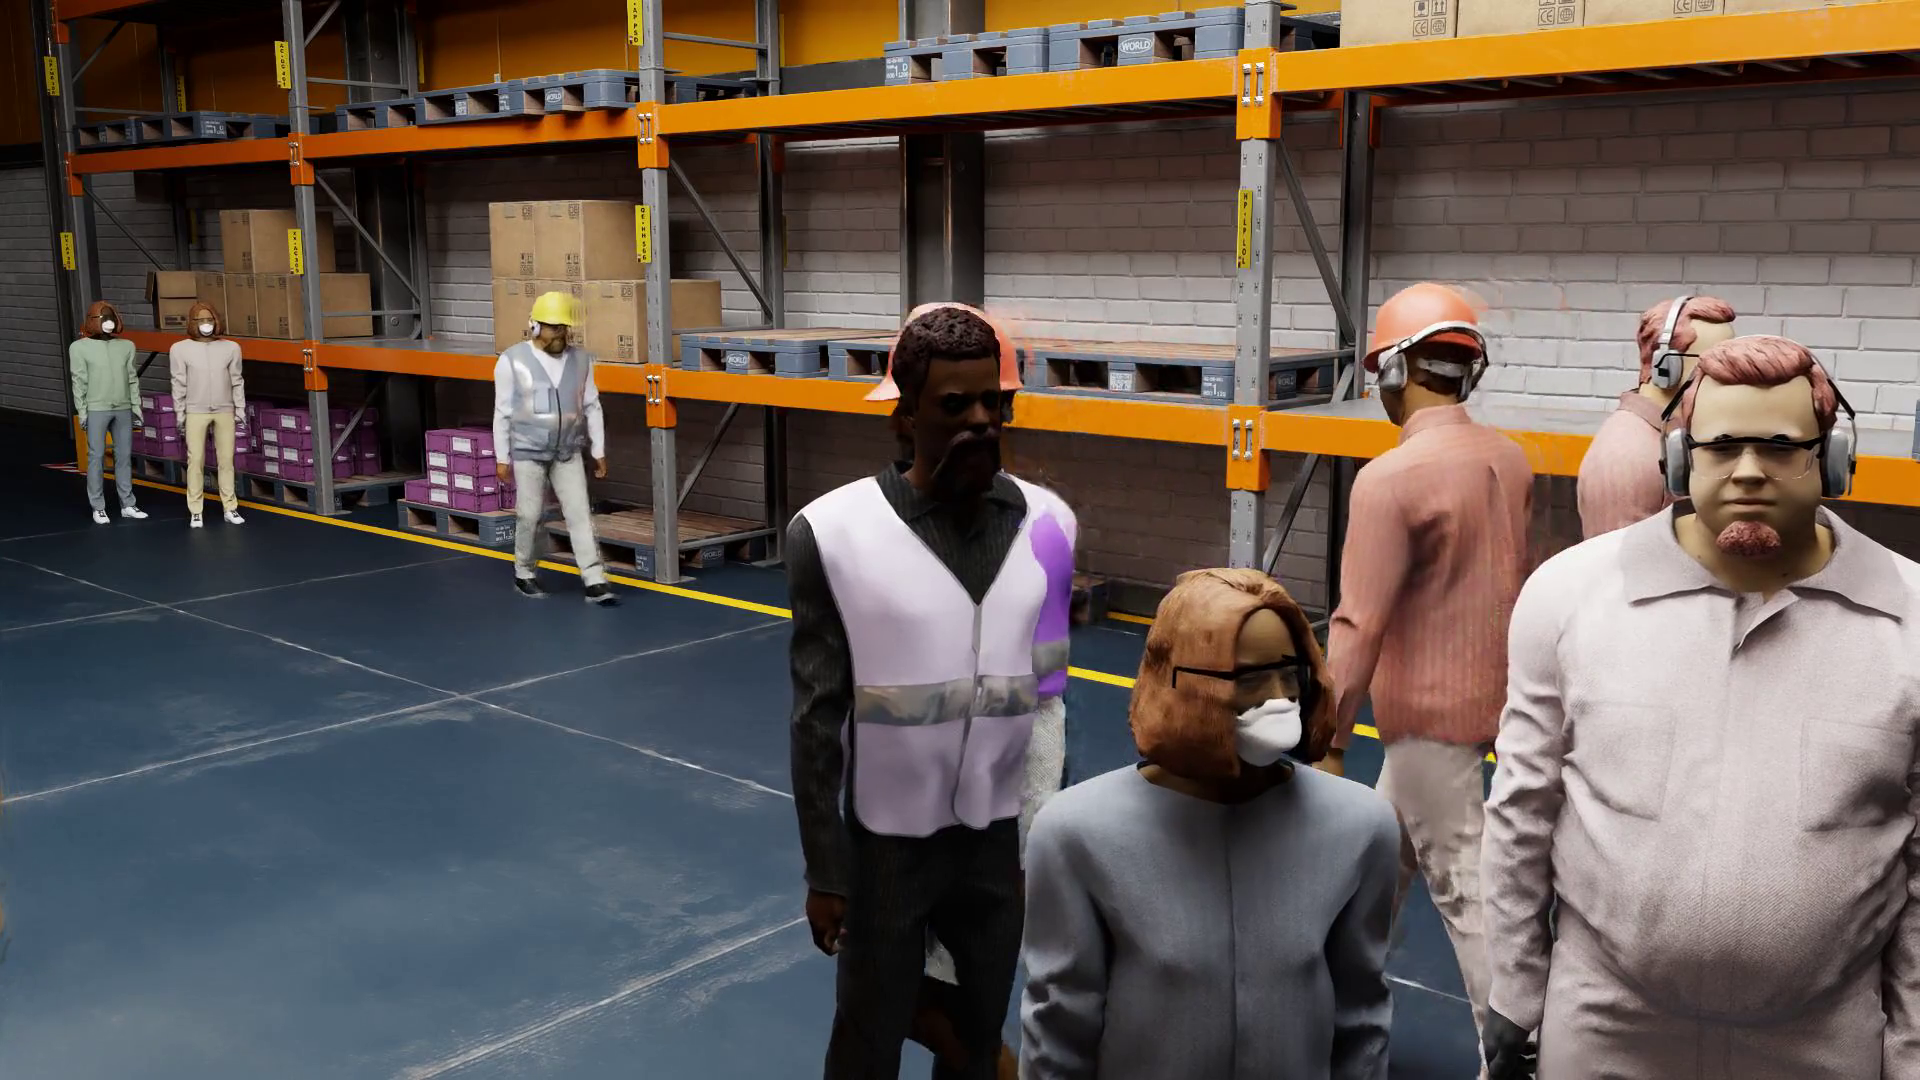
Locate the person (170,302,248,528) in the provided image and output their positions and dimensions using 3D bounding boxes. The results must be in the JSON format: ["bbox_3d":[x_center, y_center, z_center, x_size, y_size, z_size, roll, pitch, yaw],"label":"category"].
[{"bbox_3d":[-5.459,-0.911,12.124,0.501,1.633,0.281,-7,12,-36],"label":"person"}]

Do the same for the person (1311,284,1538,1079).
[{"bbox_3d":[1.011,0.390,3.856,0.958,1.927,0.653,9,13,42],"label":"person"}]

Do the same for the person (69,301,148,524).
[{"bbox_3d":[-6.301,-0.947,12.323,0.280,1.636,0.500,7,12,33],"label":"person"}]

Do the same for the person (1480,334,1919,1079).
[{"bbox_3d":[1.058,0.670,2.350,0.641,1.908,0.407,4,11,21],"label":"person"}]

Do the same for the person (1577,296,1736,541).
[{"bbox_3d":[1.768,0.347,4.190,0.407,1.906,0.654,7,12,34],"label":"person"}]

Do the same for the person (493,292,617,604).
[{"bbox_3d":[-2.279,-0.512,9.453,0.627,1.779,0.771,-8,12,-37],"label":"person"}]

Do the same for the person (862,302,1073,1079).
[{"bbox_3d":[-0.017,0.501,3.284,0.401,1.923,0.548,-3,10,-17],"label":"person"}]

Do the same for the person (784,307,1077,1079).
[{"bbox_3d":[-0.043,0.536,3.078,0.587,1.920,0.395,-6,12,-31],"label":"person"}]

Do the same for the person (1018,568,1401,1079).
[{"bbox_3d":[0.322,0.838,2.159,0.500,1.636,0.282,-2,10,-10],"label":"person"}]
